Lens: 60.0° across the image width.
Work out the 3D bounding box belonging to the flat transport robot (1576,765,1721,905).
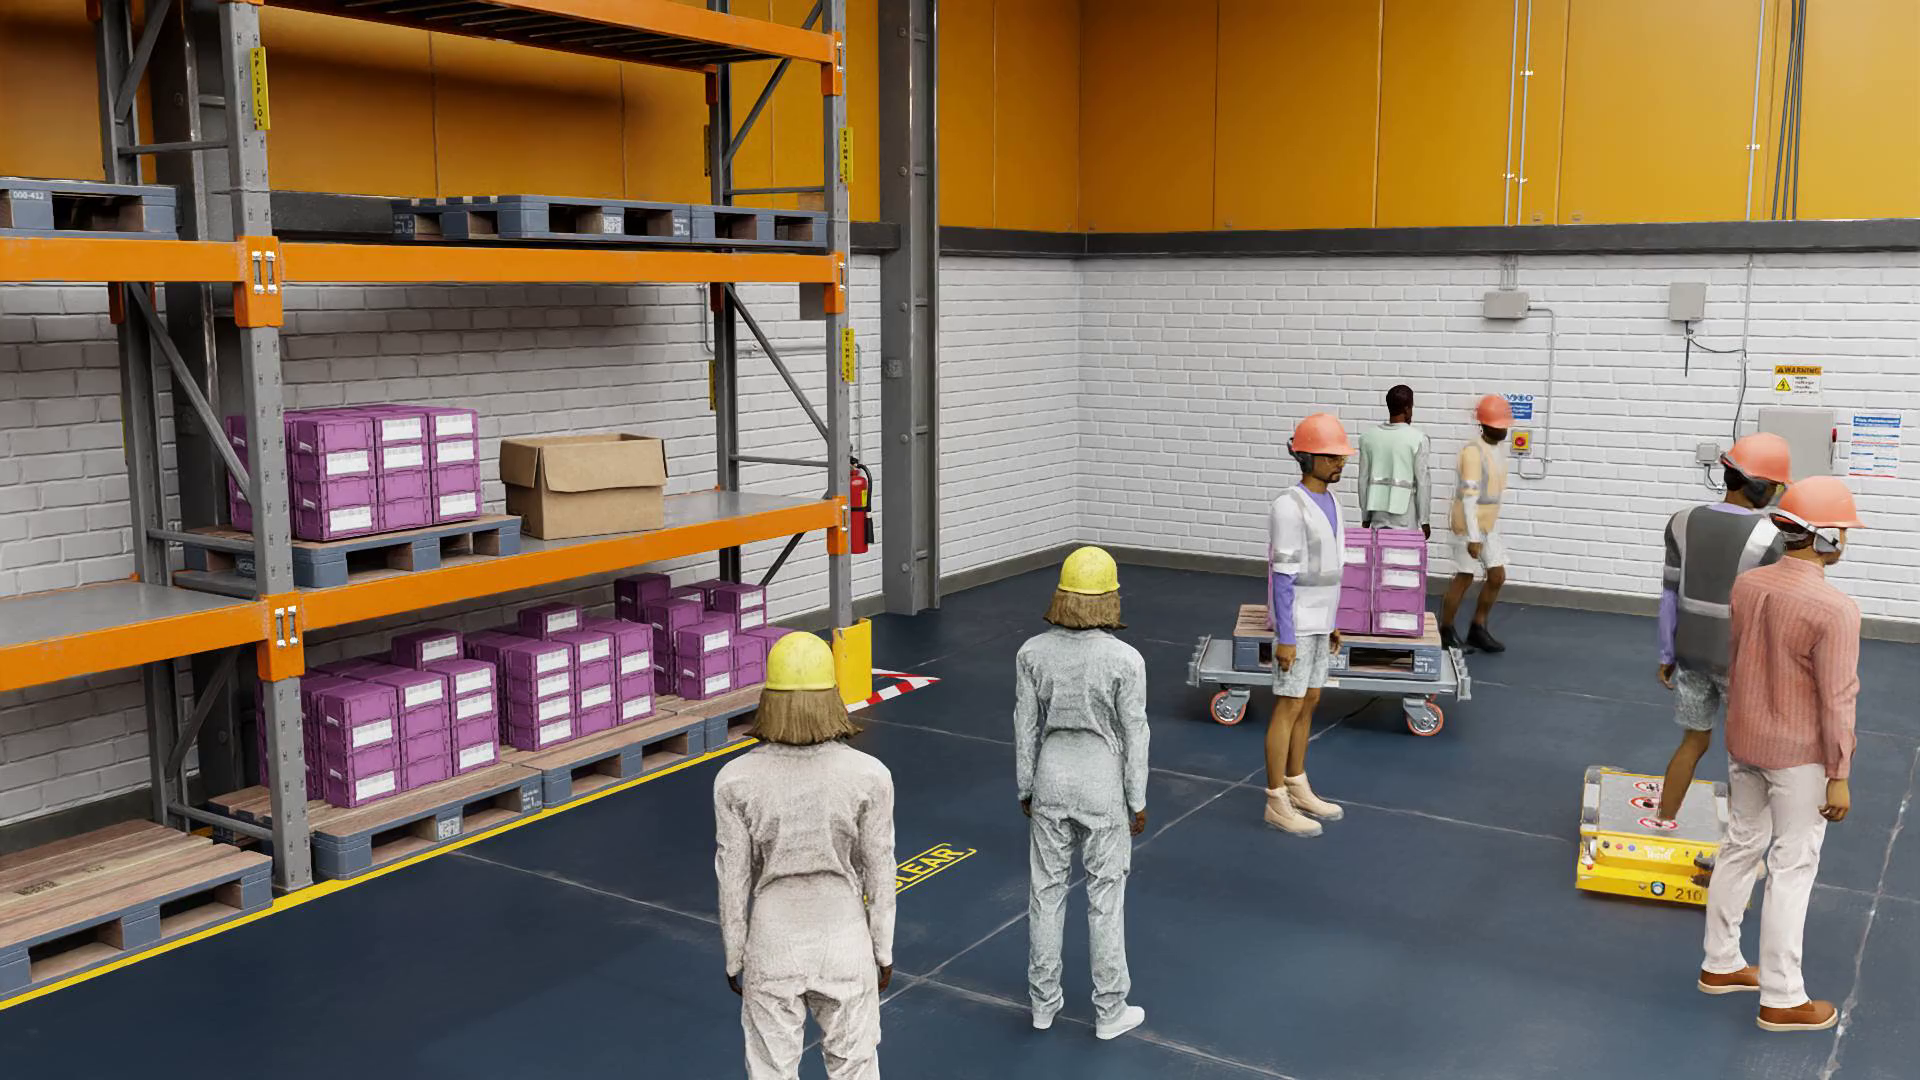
[{"bbox_3d":[3.235,1.342,7.722,0.652,0.197,1.431,3,9,22],"label":"flat transport robot"}]

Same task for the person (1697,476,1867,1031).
[{"bbox_3d":[3.003,0.756,6.008,0.408,1.985,0.609,-2,9,-12],"label":"person"}]

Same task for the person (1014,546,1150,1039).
[{"bbox_3d":[0.438,0.887,5.912,0.492,1.742,0.323,4,10,24],"label":"person"}]

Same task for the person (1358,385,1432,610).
[{"bbox_3d":[3.222,-0.192,12.355,0.391,1.920,0.587,-8,12,-44],"label":"person"}]

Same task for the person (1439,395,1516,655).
[{"bbox_3d":[3.662,-0.097,11.818,0.558,1.888,0.620,-8,12,-42],"label":"person"}]

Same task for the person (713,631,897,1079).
[{"bbox_3d":[-0.411,1.106,4.503,0.485,1.740,0.303,-1,9,-5],"label":"person"}]

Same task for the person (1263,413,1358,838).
[{"bbox_3d":[1.714,0.401,8.101,0.396,2.044,0.609,6,11,35],"label":"person"}]

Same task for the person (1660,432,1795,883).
[{"bbox_3d":[3.402,0.528,7.372,0.408,2.028,0.618,-6,10,-32],"label":"person"}]
